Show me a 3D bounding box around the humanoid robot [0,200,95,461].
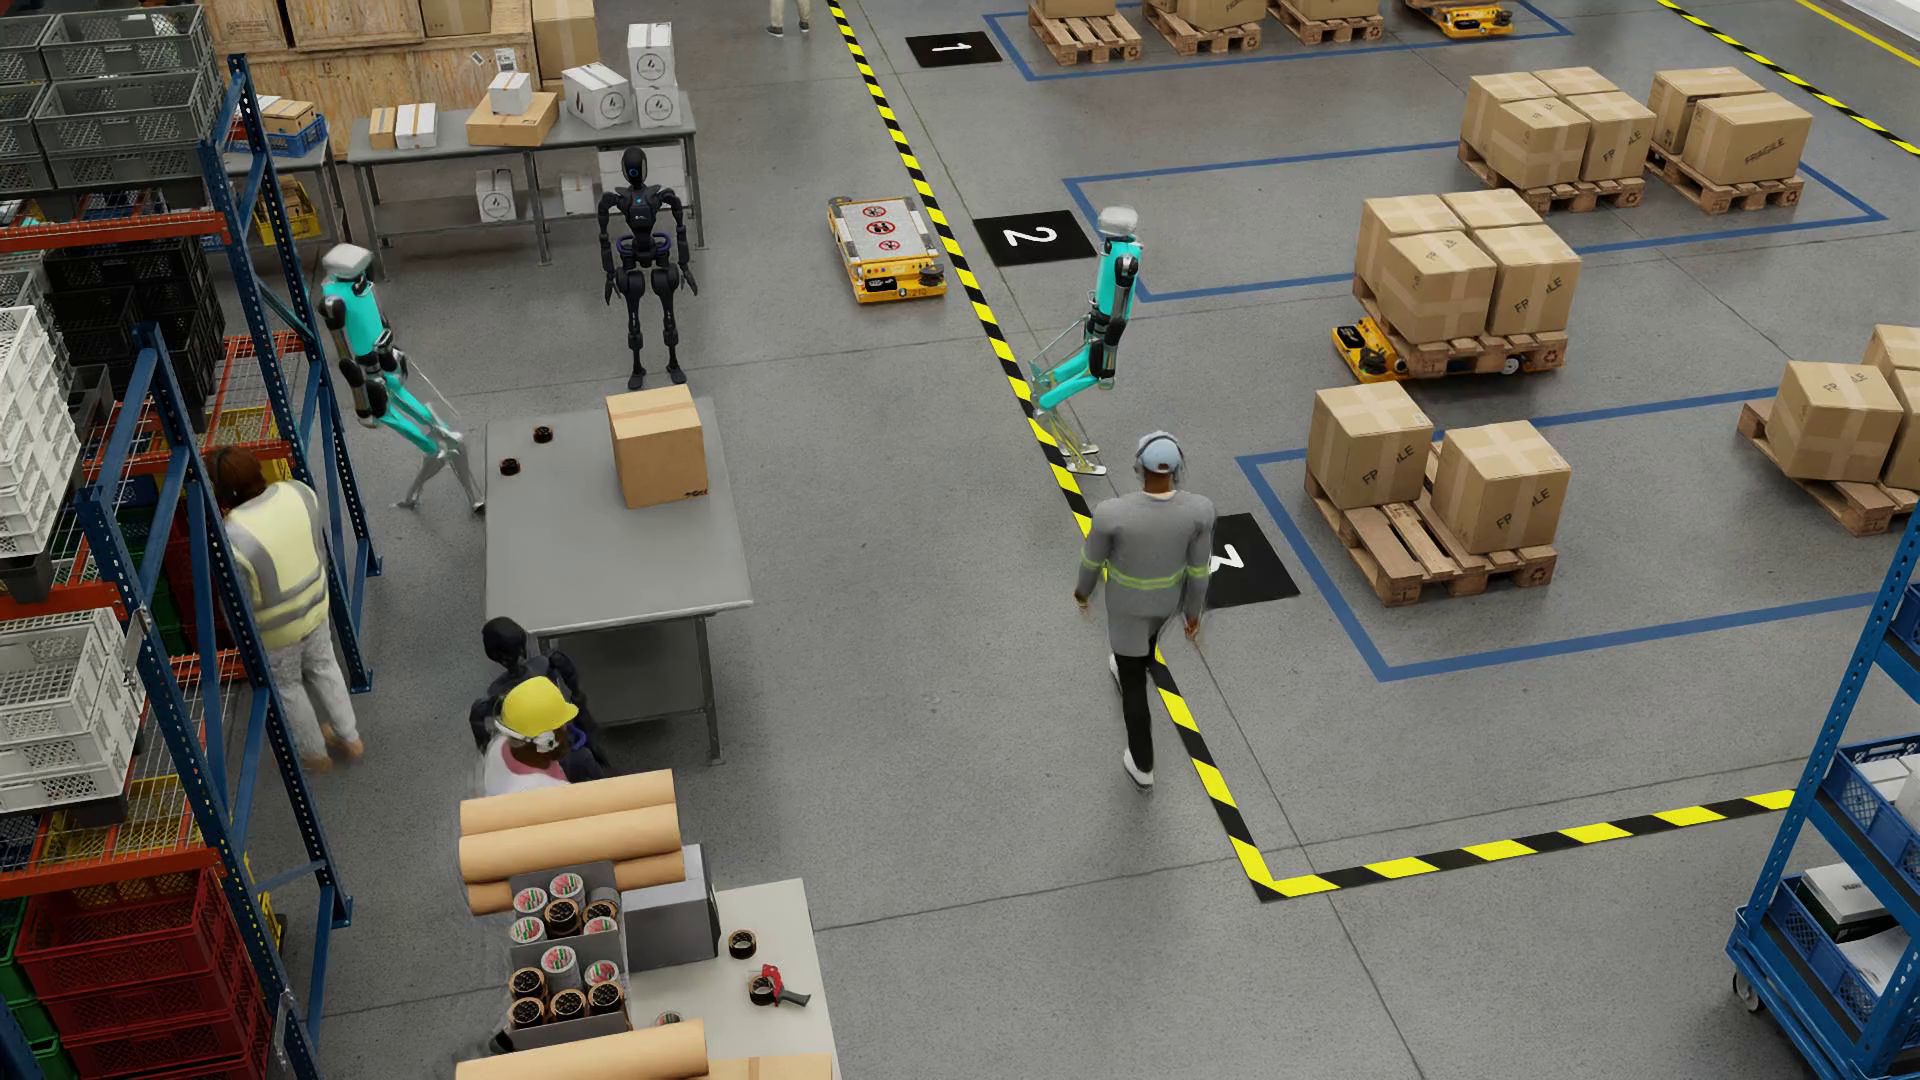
[{"bbox_3d":[-5.493,-1.135,9.769,0.532,1.696,0.741,6,37,8],"label":"humanoid robot"}]

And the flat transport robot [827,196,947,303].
[{"bbox_3d":[-0.570,-2.220,12.538,0.659,0.231,1.431,-8,37,-10],"label":"flat transport robot"}]

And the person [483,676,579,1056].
[{"bbox_3d":[-1.656,1.315,6.499,0.561,1.802,0.595,-20,41,-24],"label":"person"}]

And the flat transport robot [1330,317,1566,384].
[{"bbox_3d":[3.332,-1.360,11.358,1.431,0.197,0.652,-6,37,-7],"label":"flat transport robot"}]

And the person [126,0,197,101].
[{"bbox_3d":[-6.011,-3.426,12.752,0.609,1.947,0.386,27,45,32],"label":"person"}]

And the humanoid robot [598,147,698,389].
[{"bbox_3d":[-2.006,-1.745,10.706,0.599,1.657,0.315,-7,37,-9],"label":"humanoid robot"}]

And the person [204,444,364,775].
[{"bbox_3d":[-3.156,0.345,7.787,0.432,1.824,0.642,14,39,18],"label":"person"}]

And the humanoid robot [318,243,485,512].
[{"bbox_3d":[-3.070,-0.835,9.512,0.811,1.835,0.564,2,37,3],"label":"humanoid robot"}]

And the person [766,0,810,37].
[{"bbox_3d":[-1.715,-5.770,16.055,0.568,1.761,0.408,-16,39,-20],"label":"person"}]

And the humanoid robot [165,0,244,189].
[{"bbox_3d":[-6.018,-3.492,13.075,0.434,1.636,0.596,-9,38,-12],"label":"humanoid robot"}]

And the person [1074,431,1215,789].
[{"bbox_3d":[0.868,0.256,7.922,0.587,1.801,0.968,-9,38,-12],"label":"person"}]

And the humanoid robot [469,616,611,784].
[{"bbox_3d":[-1.688,1.014,7.015,0.484,1.636,0.609,24,43,28],"label":"humanoid robot"}]

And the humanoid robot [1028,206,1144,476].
[{"bbox_3d":[0.669,-1.155,9.767,0.735,1.673,0.533,-1,37,-2],"label":"humanoid robot"}]

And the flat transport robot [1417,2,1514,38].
[{"bbox_3d":[4.978,-5.447,16.851,0.652,0.197,1.431,-8,37,-10],"label":"flat transport robot"}]
